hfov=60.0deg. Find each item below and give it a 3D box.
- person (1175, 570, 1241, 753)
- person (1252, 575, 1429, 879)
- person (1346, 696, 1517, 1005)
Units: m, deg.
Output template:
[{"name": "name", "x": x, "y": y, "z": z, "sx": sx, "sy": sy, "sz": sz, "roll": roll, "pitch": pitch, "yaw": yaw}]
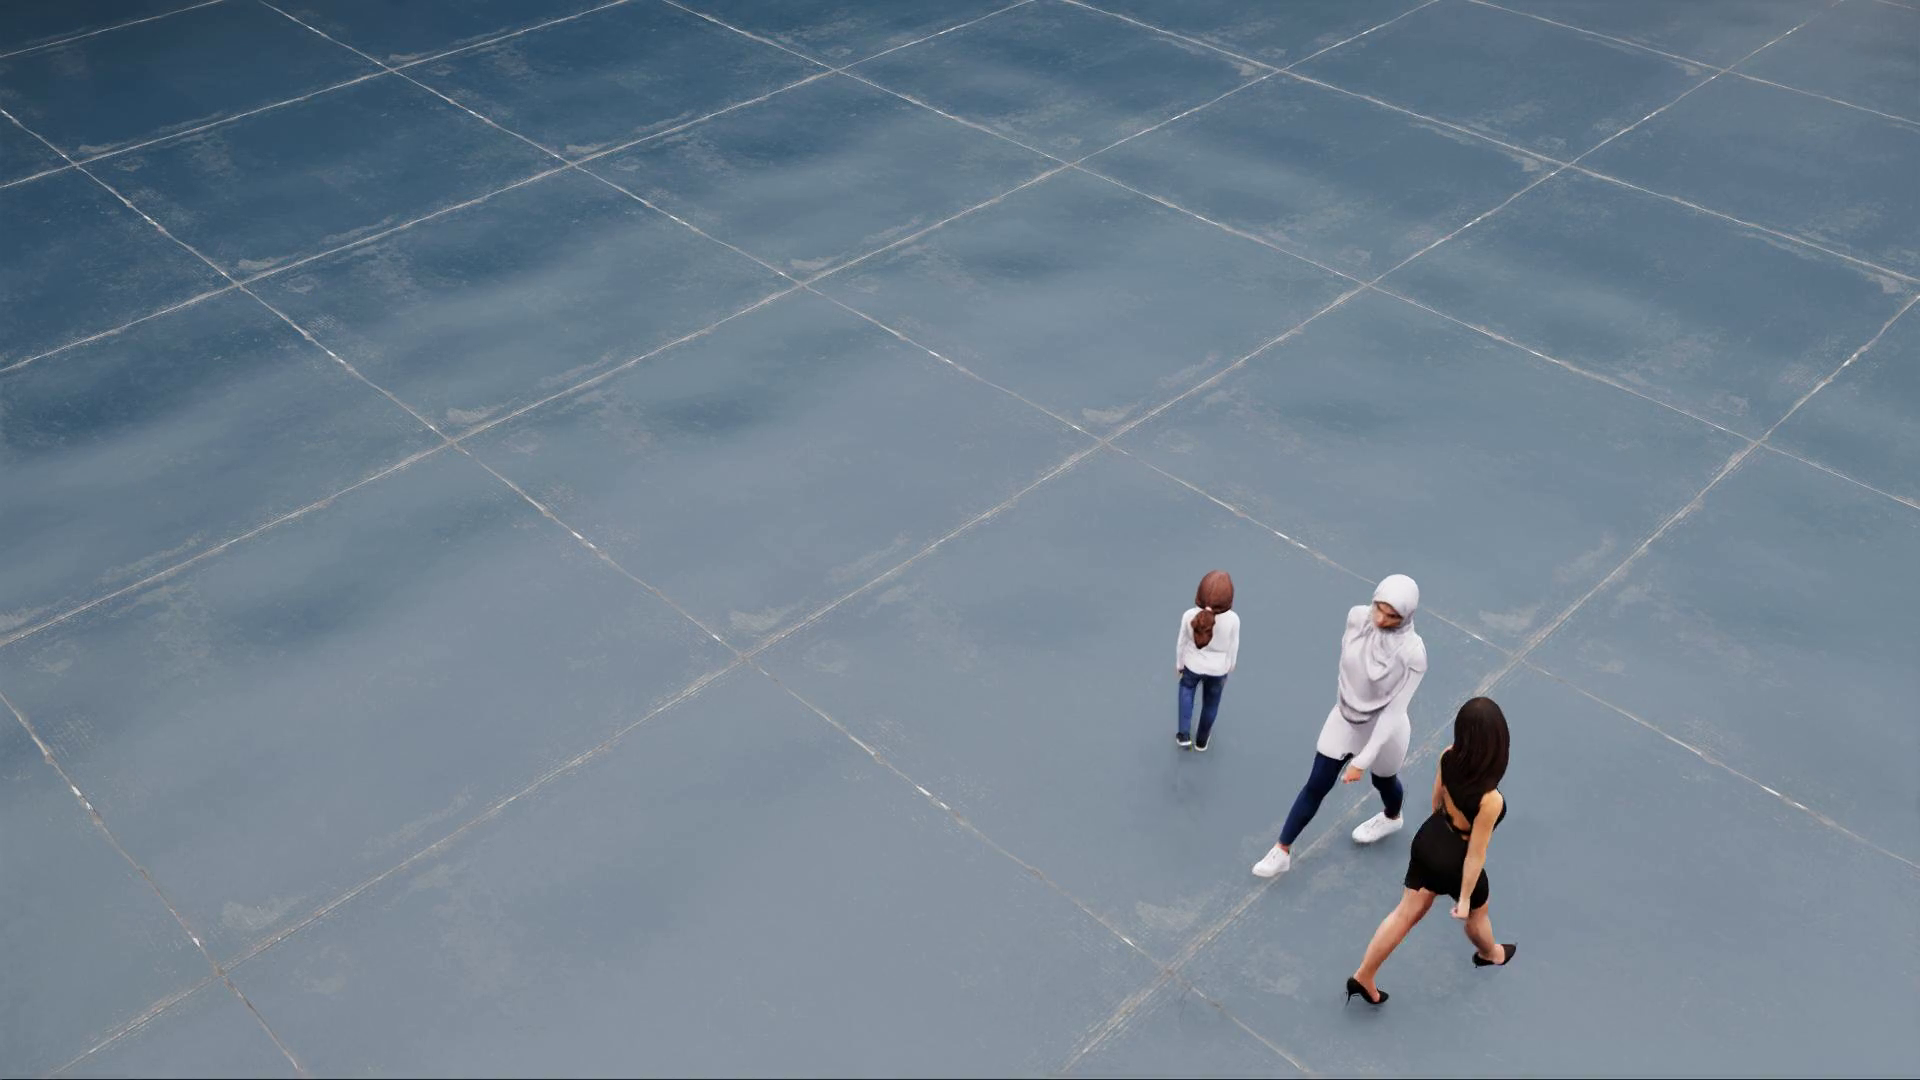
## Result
[{"name": "person", "x": 1.218, "y": 0.632, "z": 8.222, "sx": 0.534, "sy": 1.105, "sz": 0.585, "roll": 7, "pitch": 38, "yaw": 9}, {"name": "person", "x": 1.903, "y": 0.828, "z": 7.446, "sx": 1.156, "sy": 1.732, "sz": 0.747, "roll": -21, "pitch": 42, "yaw": -25}, {"name": "person", "x": 1.926, "y": 1.366, "z": 6.859, "sx": 1.152, "sy": 1.585, "sz": 0.908, "roll": -11, "pitch": 39, "yaw": -14}]
